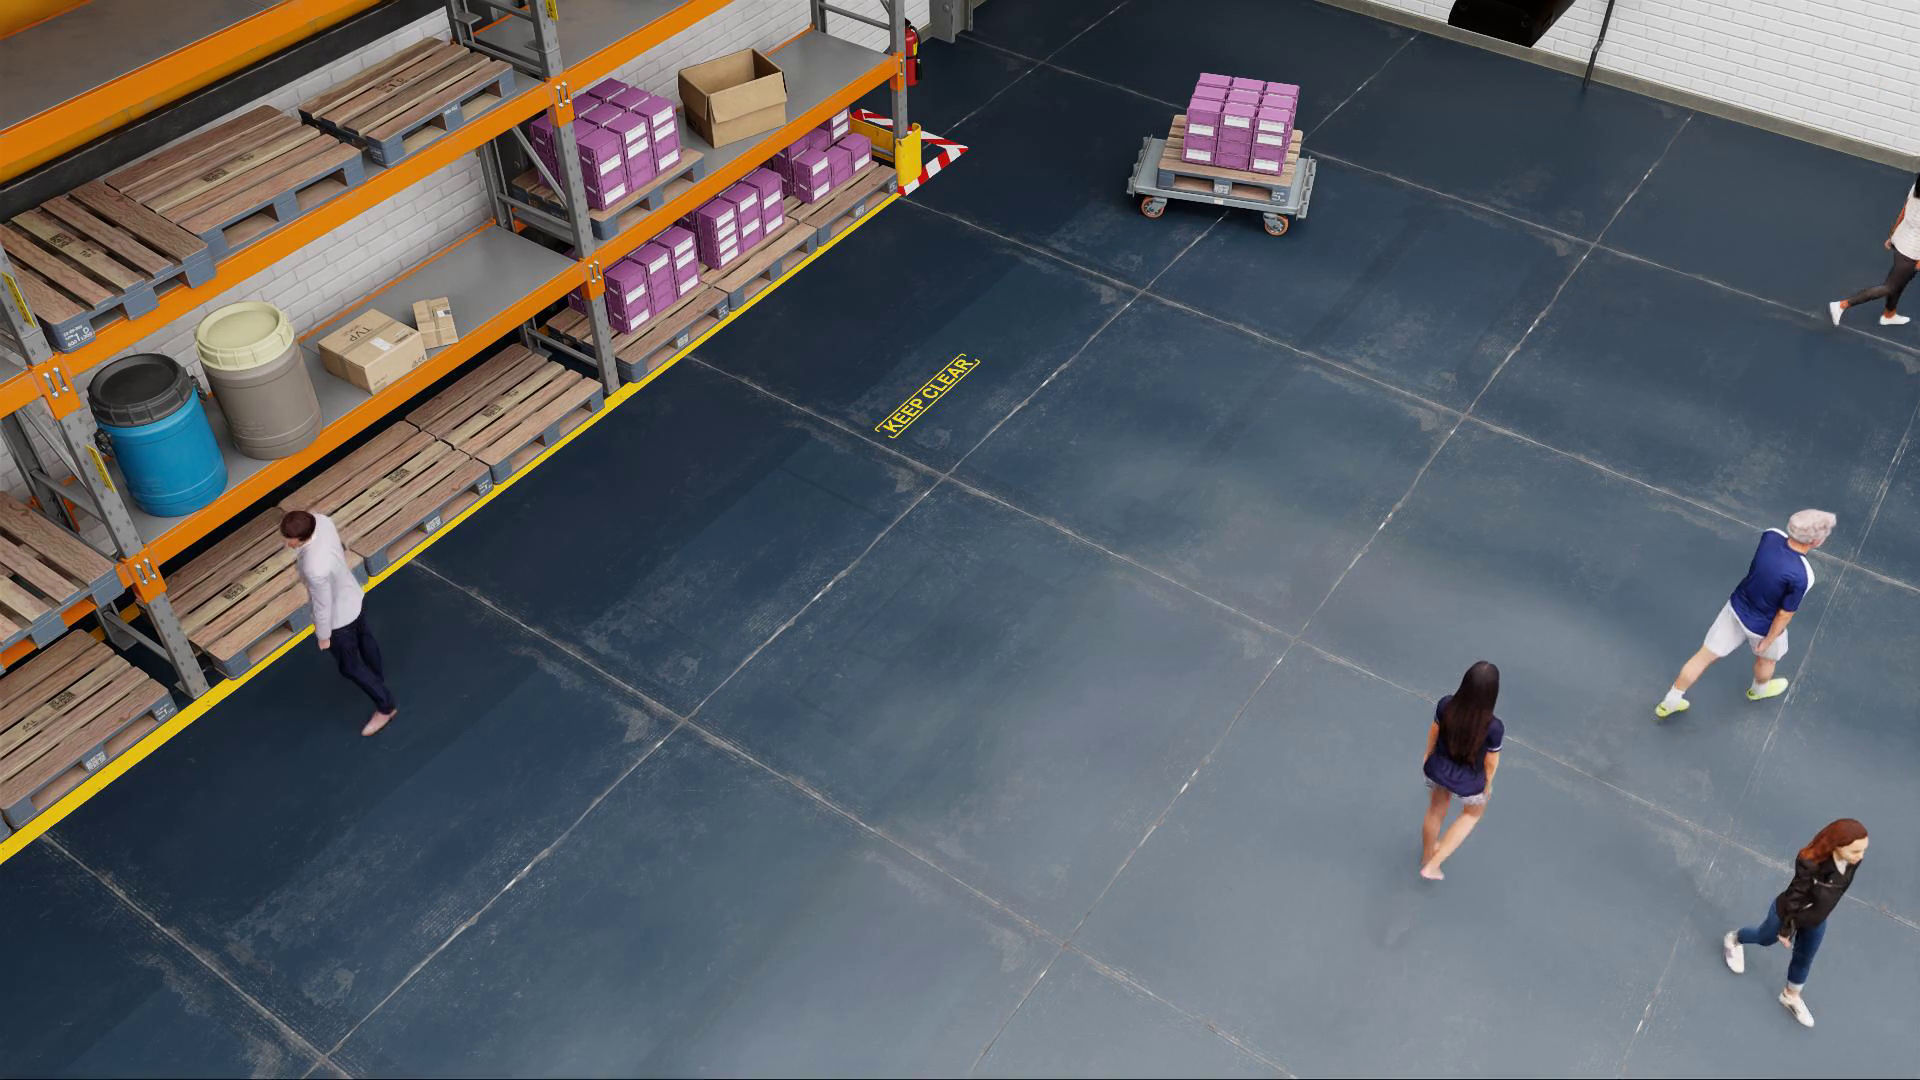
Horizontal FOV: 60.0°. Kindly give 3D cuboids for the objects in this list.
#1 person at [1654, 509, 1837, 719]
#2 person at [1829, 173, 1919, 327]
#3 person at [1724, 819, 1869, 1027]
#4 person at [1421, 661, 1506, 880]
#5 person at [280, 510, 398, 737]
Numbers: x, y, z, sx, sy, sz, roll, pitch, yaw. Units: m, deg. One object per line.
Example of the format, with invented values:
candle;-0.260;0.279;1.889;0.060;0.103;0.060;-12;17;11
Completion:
person;4.939;0.511;10.498;1.292;1.786;1.075;-16;46;-16
person;7.709;-2.396;13.671;0.959;1.618;1.023;2;44;2
person;4.594;1.999;9.171;0.893;1.461;0.933;-9;44;-10
person;2.829;1.400;9.586;0.632;1.756;0.668;32;52;29
person;-3.952;0.384;10.607;0.945;1.819;0.848;7;44;7
